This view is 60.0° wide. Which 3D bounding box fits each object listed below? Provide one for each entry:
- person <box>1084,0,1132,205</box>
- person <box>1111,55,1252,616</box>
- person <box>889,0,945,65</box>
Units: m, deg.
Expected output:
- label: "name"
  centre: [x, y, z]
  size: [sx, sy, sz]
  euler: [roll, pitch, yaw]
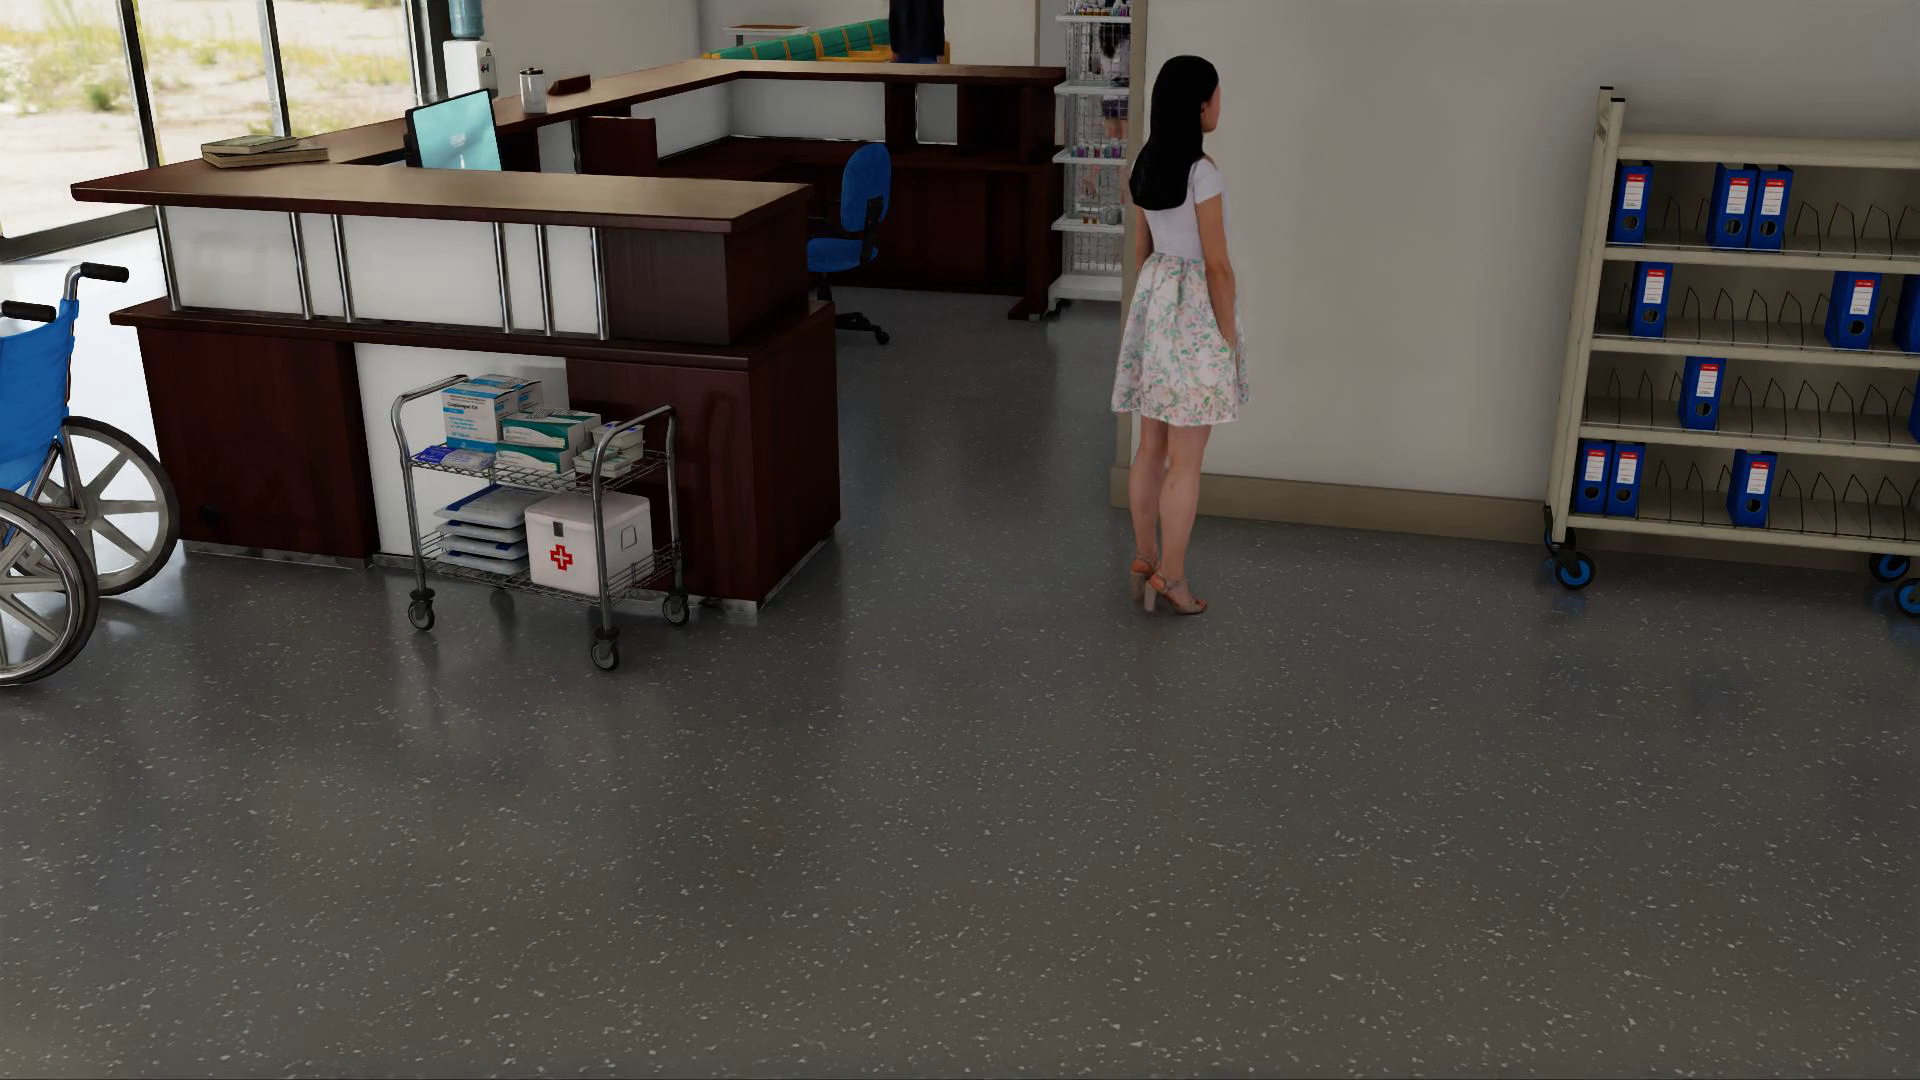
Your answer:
- label: "person"
  centre: [1.163, -3.344, 12.592]
  size: [0.879, 1.695, 0.839]
  euler: [-17, 26, -37]
- label: "person"
  centre: [0.690, -0.619, 5.286]
  size: [0.824, 1.774, 0.765]
  euler: [-11, 24, -27]
- label: "person"
  centre: [-0.400, -4.472, 15.296]
  size: [0.508, 1.890, 0.740]
  euler: [6, 22, 17]
